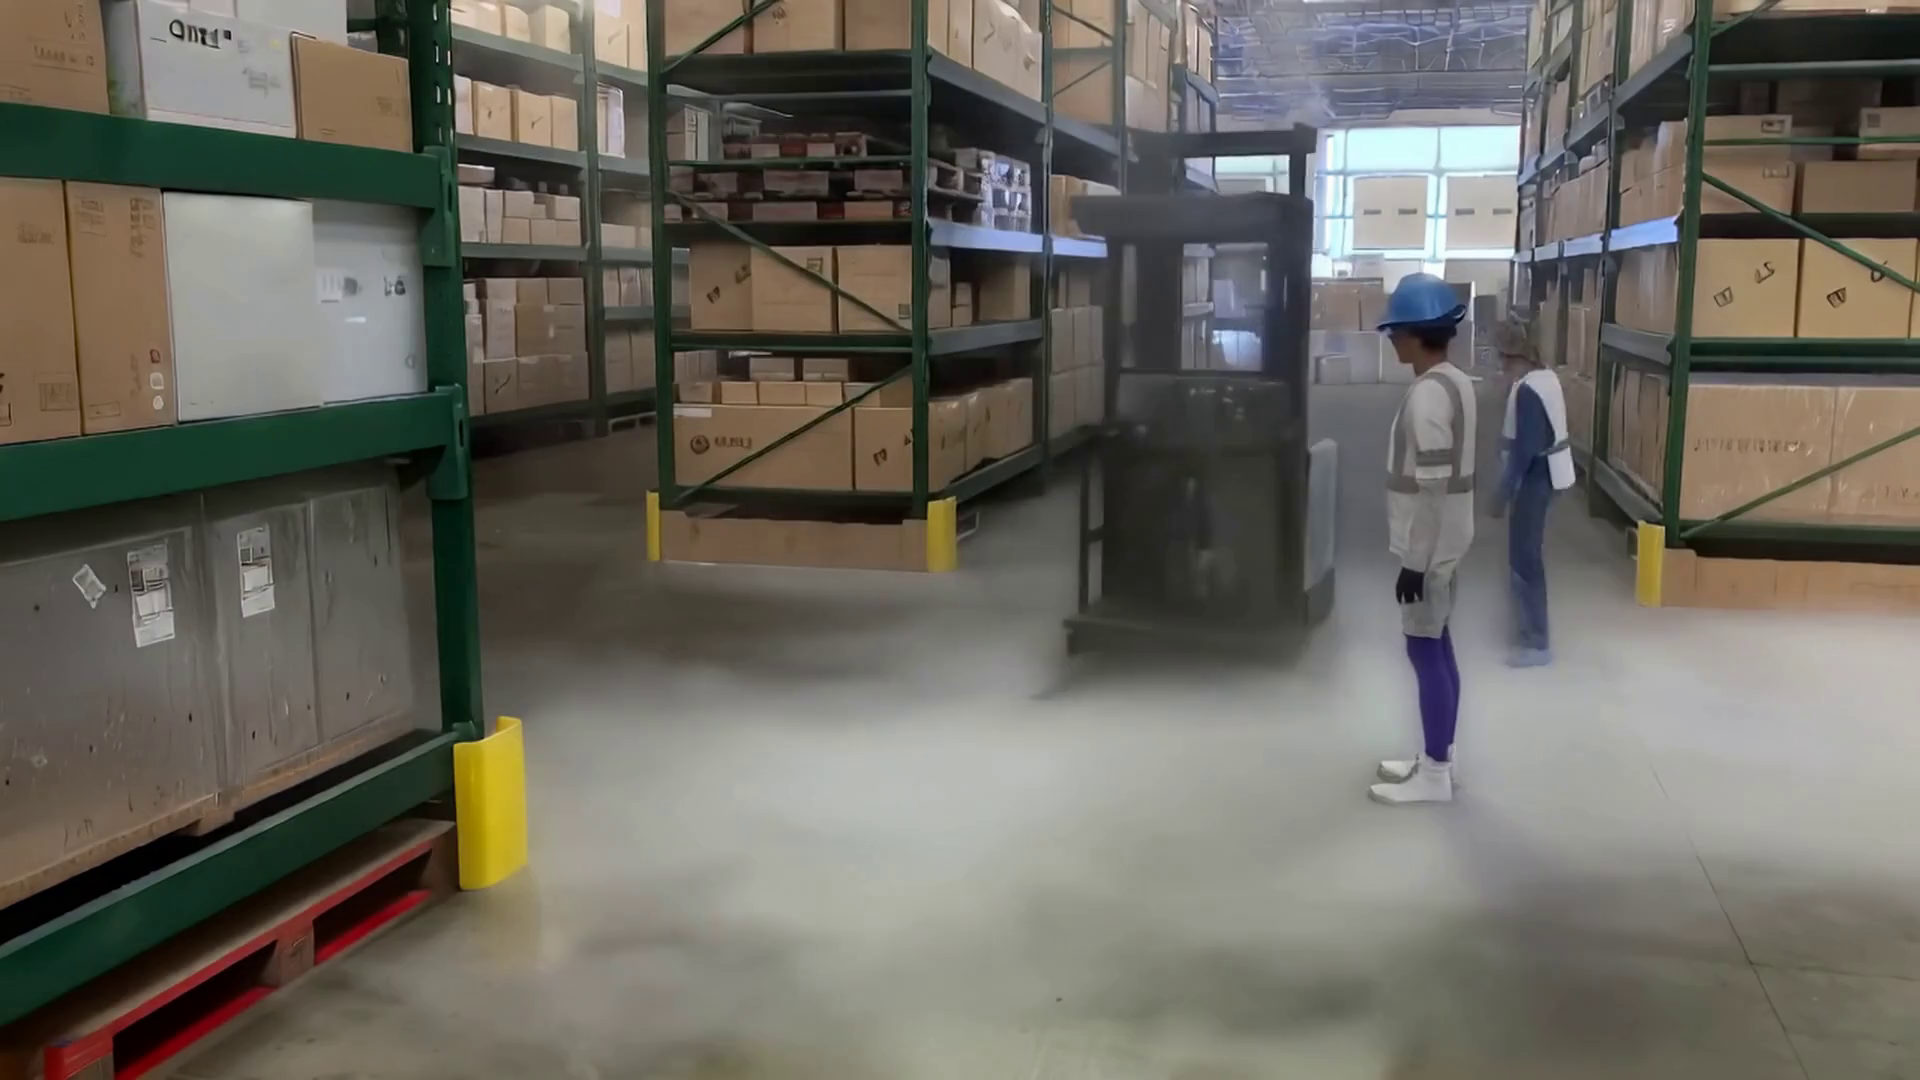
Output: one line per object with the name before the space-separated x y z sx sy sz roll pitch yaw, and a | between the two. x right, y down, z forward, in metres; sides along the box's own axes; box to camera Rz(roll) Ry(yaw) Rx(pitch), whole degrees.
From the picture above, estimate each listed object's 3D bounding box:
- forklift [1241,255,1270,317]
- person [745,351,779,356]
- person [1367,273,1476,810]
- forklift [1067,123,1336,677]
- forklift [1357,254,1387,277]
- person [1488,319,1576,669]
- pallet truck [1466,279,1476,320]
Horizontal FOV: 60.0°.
forklift | 10.551 -8.662 58.805 1.129 2.768 1.873 2 9 15
person | -1.958 -1.414 16.809 0.524 1.598 0.859 2 9 15
person | 1.756 0.009 6.372 0.395 2.038 0.614 4 10 24
forklift | 1.422 -0.844 9.136 1.129 2.768 1.873 4 10 22
forklift | 13.702 -8.146 55.528 1.129 2.768 1.873 8 12 43
person | 3.043 -0.258 8.834 0.417 1.816 0.778 4 10 23
pallet truck | 18.896 -8.459 60.307 1.885 1.965 0.823 5 10 31
